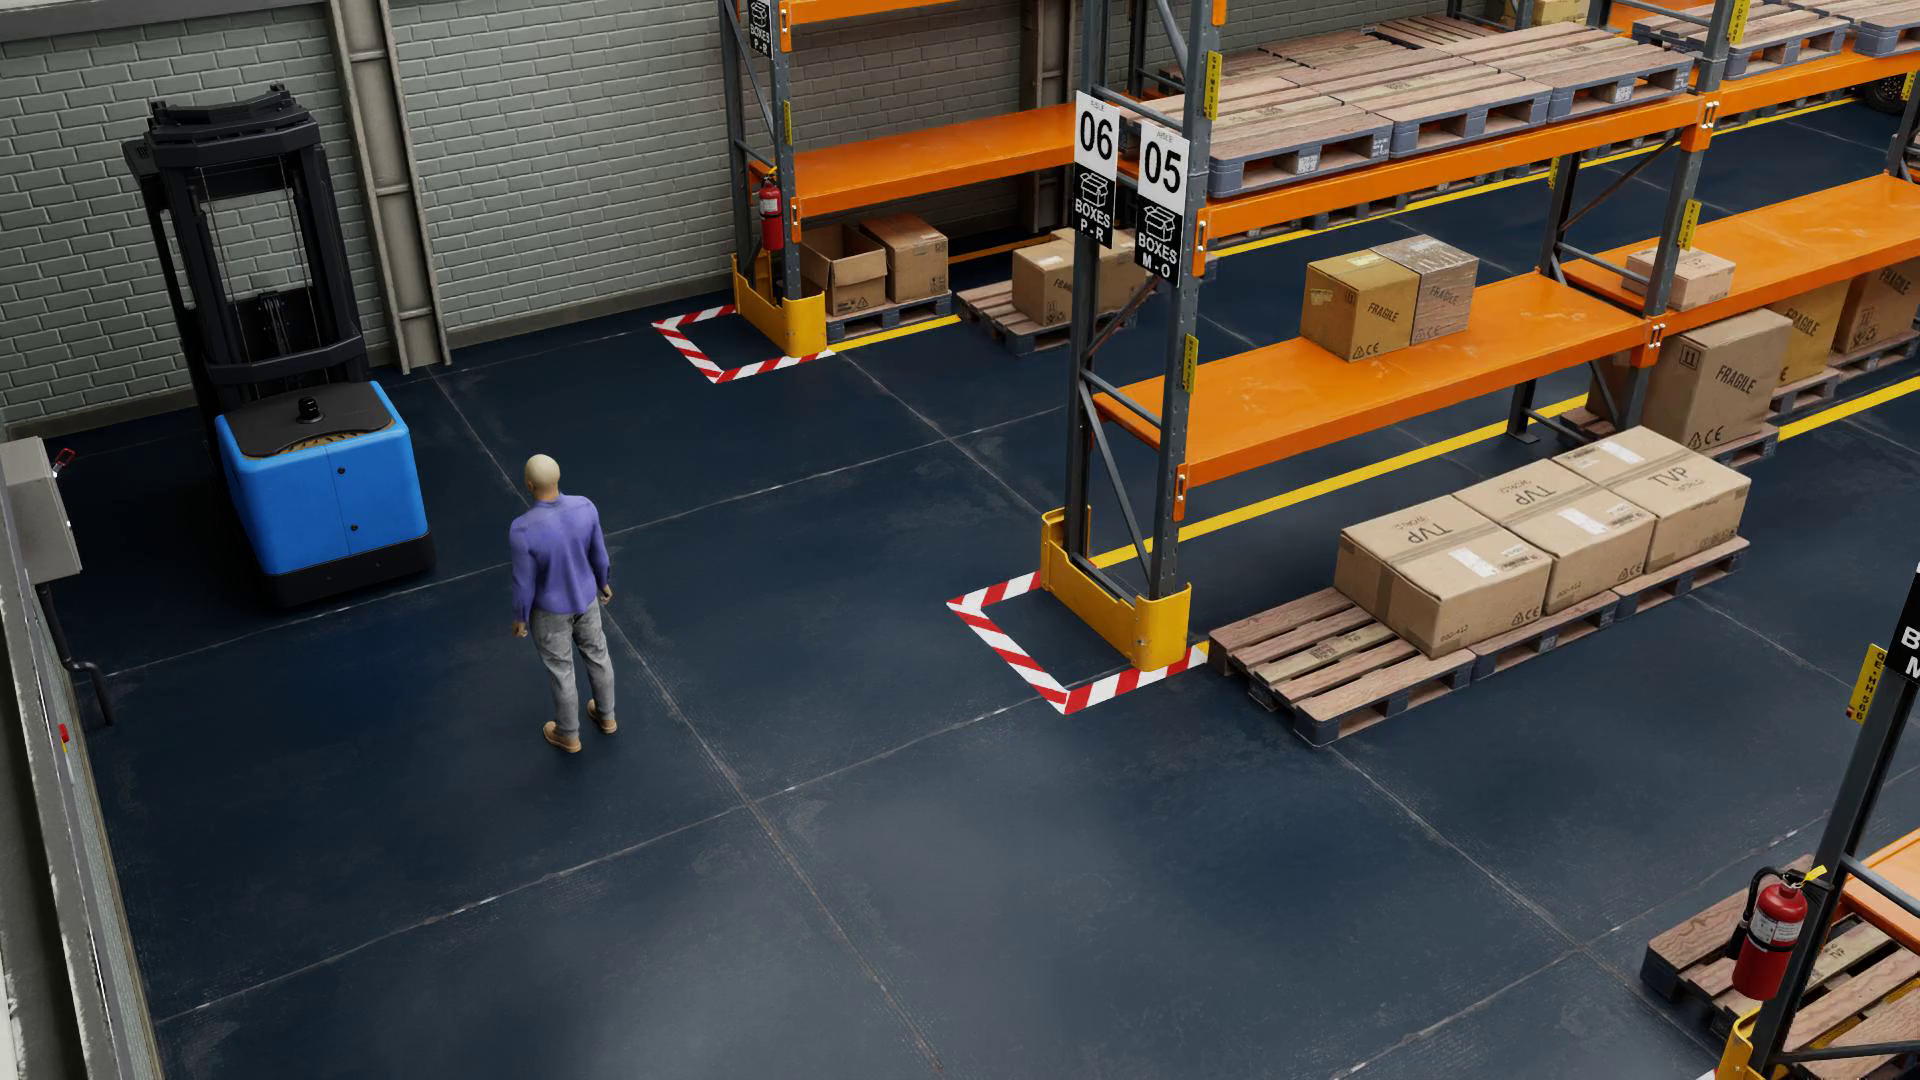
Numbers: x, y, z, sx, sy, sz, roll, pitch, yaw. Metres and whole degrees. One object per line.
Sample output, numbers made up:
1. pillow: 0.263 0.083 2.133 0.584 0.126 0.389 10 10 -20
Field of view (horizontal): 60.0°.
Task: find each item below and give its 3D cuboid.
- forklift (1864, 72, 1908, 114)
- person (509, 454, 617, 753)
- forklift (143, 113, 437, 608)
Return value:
1. forklift: 11.468 -5.645 18.244 1.214 2.155 2.313 -17 36 -26
2. person: -2.115 0.345 8.929 0.589 1.800 0.395 -26 40 -35
3. forklift: -4.289 -1.259 10.509 1.129 2.768 1.873 -17 36 -26
